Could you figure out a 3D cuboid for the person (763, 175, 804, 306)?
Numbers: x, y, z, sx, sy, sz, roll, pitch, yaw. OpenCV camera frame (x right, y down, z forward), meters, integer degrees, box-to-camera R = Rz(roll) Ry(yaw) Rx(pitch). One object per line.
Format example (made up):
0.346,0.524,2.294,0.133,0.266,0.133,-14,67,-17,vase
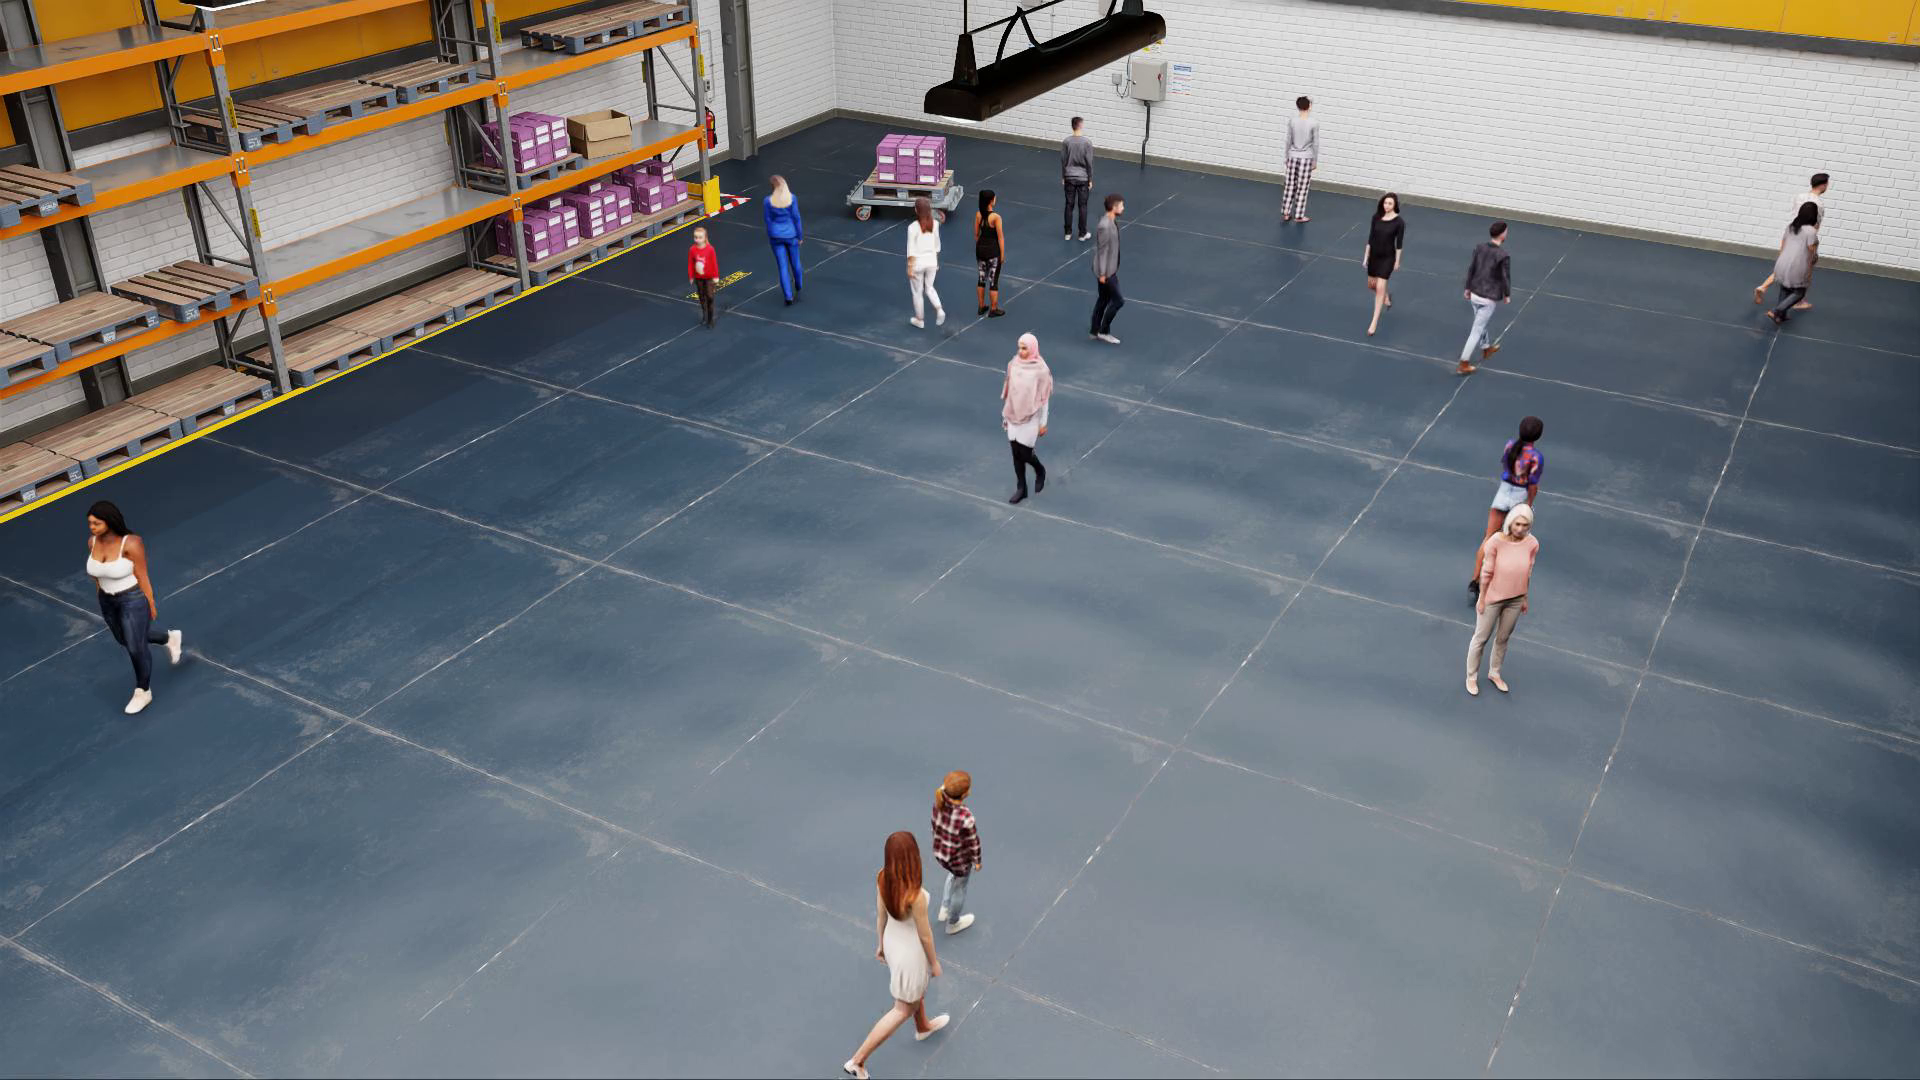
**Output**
-2.287,-3.843,21.496,0.993,1.664,1.065,-4,29,-8,person

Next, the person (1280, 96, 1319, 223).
5.027,-5.635,24.595,0.652,1.843,0.547,18,33,29,person

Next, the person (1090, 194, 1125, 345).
1.703,-3.298,20.296,0.869,1.854,0.748,4,29,8,person

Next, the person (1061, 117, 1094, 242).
1.675,-5.179,23.844,0.665,1.760,0.599,8,30,15,person

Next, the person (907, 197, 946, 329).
-0.413,-3.414,20.697,0.851,1.676,0.843,-20,35,-33,person

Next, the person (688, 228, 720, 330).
-3.211,-3.335,20.976,0.660,1.269,0.756,2,29,4,person

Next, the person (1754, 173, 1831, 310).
10.702,-3.808,21.299,1.125,1.790,1.061,-7,29,-13,person

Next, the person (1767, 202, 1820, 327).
10.385,-3.420,20.797,0.920,1.589,0.853,-10,30,-17,person

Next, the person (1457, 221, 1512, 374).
6.073,-2.801,19.442,1.186,1.802,0.983,-18,33,-29,person

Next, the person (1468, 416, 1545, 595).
4.895,-0.279,14.927,1.226,1.697,0.796,-26,38,-38,person

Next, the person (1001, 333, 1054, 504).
0.693,-1.228,16.566,0.666,1.793,0.748,20,34,32,person

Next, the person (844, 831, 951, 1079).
-0.389,2.492,9.862,1.149,1.683,0.847,-20,34,-32,person

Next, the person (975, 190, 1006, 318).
0.365,-3.667,21.178,0.609,1.658,0.553,21,35,34,person

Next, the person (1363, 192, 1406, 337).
5.279,-3.465,20.677,0.740,1.783,1.078,23,36,36,person

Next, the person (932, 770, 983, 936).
-0.078,2.087,11.007,0.608,1.296,0.600,-24,37,-37,person

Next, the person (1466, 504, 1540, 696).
4.419,0.456,13.552,0.681,1.724,0.713,-4,29,-6,person

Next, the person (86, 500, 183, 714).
-6.681,0.469,13.465,0.809,1.784,1.138,8,30,14,person
